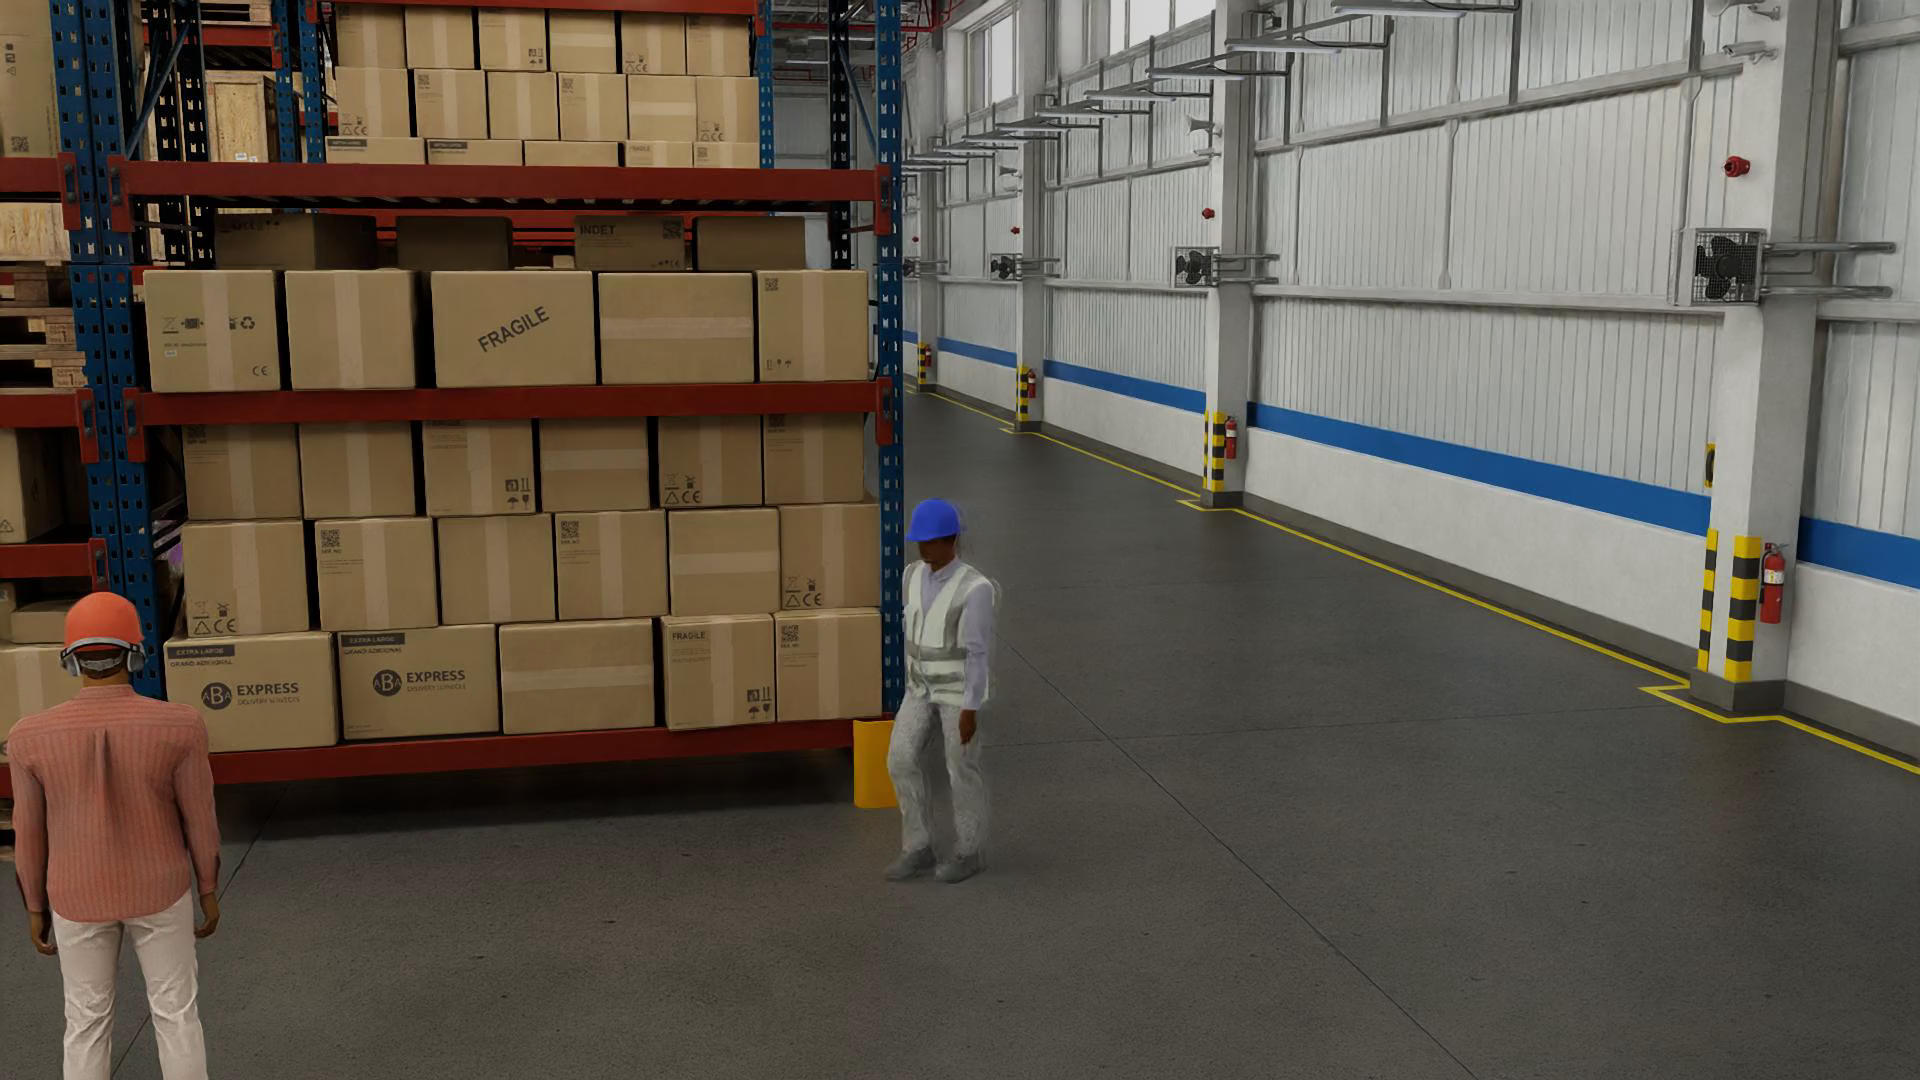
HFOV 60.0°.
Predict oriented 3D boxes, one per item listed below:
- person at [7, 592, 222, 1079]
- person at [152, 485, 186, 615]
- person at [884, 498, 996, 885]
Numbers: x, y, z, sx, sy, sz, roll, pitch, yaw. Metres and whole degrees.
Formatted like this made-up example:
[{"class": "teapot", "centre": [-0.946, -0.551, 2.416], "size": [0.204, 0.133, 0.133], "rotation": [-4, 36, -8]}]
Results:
[{"class": "person", "centre": [-2.763, 1.155, 5.498], "size": [0.611, 1.985, 0.415], "rotation": [-3, 10, -18]}, {"class": "person", "centre": [-5.796, 0.097, 12.132], "size": [0.523, 1.916, 0.586], "rotation": [-4, 10, -22]}, {"class": "person", "centre": [-0.131, 0.755, 8.081], "size": [0.633, 1.924, 0.652], "rotation": [9, 13, 44]}]
